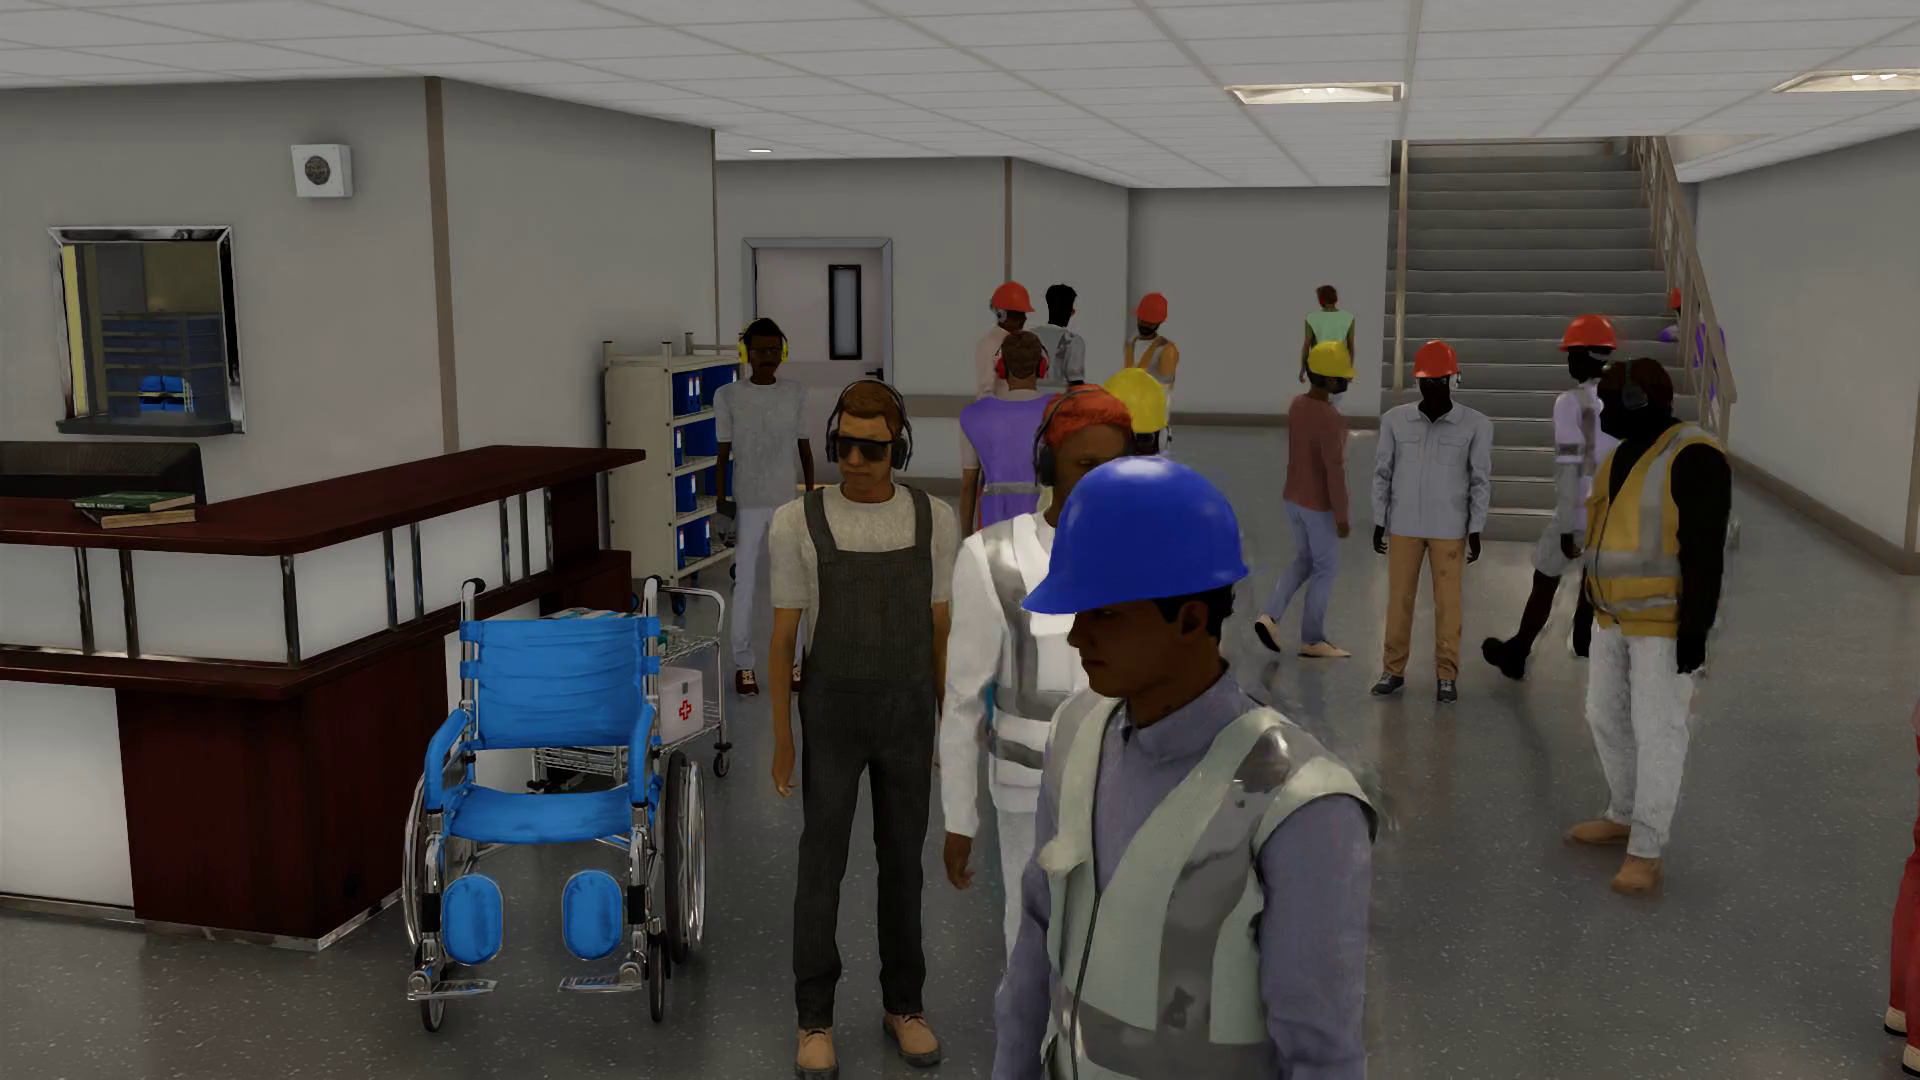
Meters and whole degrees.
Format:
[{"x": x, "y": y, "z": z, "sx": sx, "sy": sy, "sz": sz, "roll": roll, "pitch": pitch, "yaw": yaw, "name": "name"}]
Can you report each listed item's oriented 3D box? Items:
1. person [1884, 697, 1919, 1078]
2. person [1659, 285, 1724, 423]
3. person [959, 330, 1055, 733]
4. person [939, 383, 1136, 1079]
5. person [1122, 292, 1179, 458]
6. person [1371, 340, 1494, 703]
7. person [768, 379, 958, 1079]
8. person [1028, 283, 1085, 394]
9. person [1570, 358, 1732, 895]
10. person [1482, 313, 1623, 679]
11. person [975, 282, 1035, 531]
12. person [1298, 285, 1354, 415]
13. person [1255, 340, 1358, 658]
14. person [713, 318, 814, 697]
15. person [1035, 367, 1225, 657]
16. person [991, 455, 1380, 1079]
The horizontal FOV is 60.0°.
[{"x": 2.666, "y": 0.538, "z": 4.347, "sx": 0.314, "sy": 1.769, "sz": 0.524, "roll": 4, "pitch": 10, "yaw": 22, "name": "person"}, {"x": 6.414, "y": -1.270, "z": 14.575, "sx": 0.665, "sy": 1.907, "sz": 0.584, "roll": 1, "pitch": 10, "yaw": 7, "name": "person"}, {"x": 0.276, "y": -0.001, "z": 7.343, "sx": 0.562, "sy": 1.833, "sz": 0.419, "roll": 1, "pitch": 10, "yaw": 6, "name": "person"}, {"x": 0.249, "y": 0.584, "z": 3.774, "sx": 0.608, "sy": 1.874, "sz": 0.533, "roll": -2, "pitch": 10, "yaw": -10, "name": "person"}, {"x": 1.374, "y": -0.889, "z": 12.373, "sx": 0.428, "sy": 1.900, "sz": 0.595, "roll": -8, "pitch": 12, "yaw": -38, "name": "person"}, {"x": 2.273, "y": -0.090, "z": 8.082, "sx": 0.561, "sy": 1.752, "sz": 0.324, "roll": 5, "pitch": 11, "yaw": 25, "name": "person"}, {"x": -0.243, "y": 0.496, "z": 4.370, "sx": 0.517, "sy": 1.840, "sz": 0.326, "roll": -3, "pitch": 10, "yaw": -18, "name": "person"}, {"x": 0.724, "y": -0.995, "z": 12.842, "sx": 0.617, "sy": 1.951, "sz": 0.385, "roll": 8, "pitch": 12, "yaw": 39, "name": "person"}, {"x": 2.363, "y": 0.285, "z": 5.736, "sx": 0.444, "sy": 1.808, "sz": 0.681, "roll": -2, "pitch": 10, "yaw": -13, "name": "person"}, {"x": 3.045, "y": -0.160, "z": 8.140, "sx": 0.549, "sy": 1.876, "sz": 1.045, "roll": -4, "pitch": 11, "yaw": -24, "name": "person"}, {"x": 0.290, "y": -0.749, "z": 11.312, "sx": 0.495, "sy": 1.979, "sz": 0.650, "roll": 5, "pitch": 11, "yaw": 26, "name": "person"}, {"x": 4.153, "y": -1.948, "z": 18.806, "sx": 0.613, "sy": 1.833, "sz": 0.429, "roll": 0, "pitch": 10, "yaw": -3, "name": "person"}, {"x": 1.842, "y": -0.194, "z": 8.792, "sx": 0.530, "sy": 1.725, "sz": 0.574, "roll": -3, "pitch": 10, "yaw": -17, "name": "person"}, {"x": -0.952, "y": -0.159, "z": 8.186, "sx": 0.508, "sy": 1.862, "sz": 0.326, "roll": -3, "pitch": 10, "yaw": -17, "name": "person"}, {"x": 0.494, "y": 0.398, "z": 4.987, "sx": 0.597, "sy": 1.829, "sz": 0.404, "roll": 1, "pitch": 10, "yaw": 5, "name": "person"}, {"x": 0.206, "y": 0.830, "z": 2.269, "sx": 0.977, "sy": 1.883, "sz": 0.639, "roll": -5, "pitch": 11, "yaw": -26, "name": "person"}]
